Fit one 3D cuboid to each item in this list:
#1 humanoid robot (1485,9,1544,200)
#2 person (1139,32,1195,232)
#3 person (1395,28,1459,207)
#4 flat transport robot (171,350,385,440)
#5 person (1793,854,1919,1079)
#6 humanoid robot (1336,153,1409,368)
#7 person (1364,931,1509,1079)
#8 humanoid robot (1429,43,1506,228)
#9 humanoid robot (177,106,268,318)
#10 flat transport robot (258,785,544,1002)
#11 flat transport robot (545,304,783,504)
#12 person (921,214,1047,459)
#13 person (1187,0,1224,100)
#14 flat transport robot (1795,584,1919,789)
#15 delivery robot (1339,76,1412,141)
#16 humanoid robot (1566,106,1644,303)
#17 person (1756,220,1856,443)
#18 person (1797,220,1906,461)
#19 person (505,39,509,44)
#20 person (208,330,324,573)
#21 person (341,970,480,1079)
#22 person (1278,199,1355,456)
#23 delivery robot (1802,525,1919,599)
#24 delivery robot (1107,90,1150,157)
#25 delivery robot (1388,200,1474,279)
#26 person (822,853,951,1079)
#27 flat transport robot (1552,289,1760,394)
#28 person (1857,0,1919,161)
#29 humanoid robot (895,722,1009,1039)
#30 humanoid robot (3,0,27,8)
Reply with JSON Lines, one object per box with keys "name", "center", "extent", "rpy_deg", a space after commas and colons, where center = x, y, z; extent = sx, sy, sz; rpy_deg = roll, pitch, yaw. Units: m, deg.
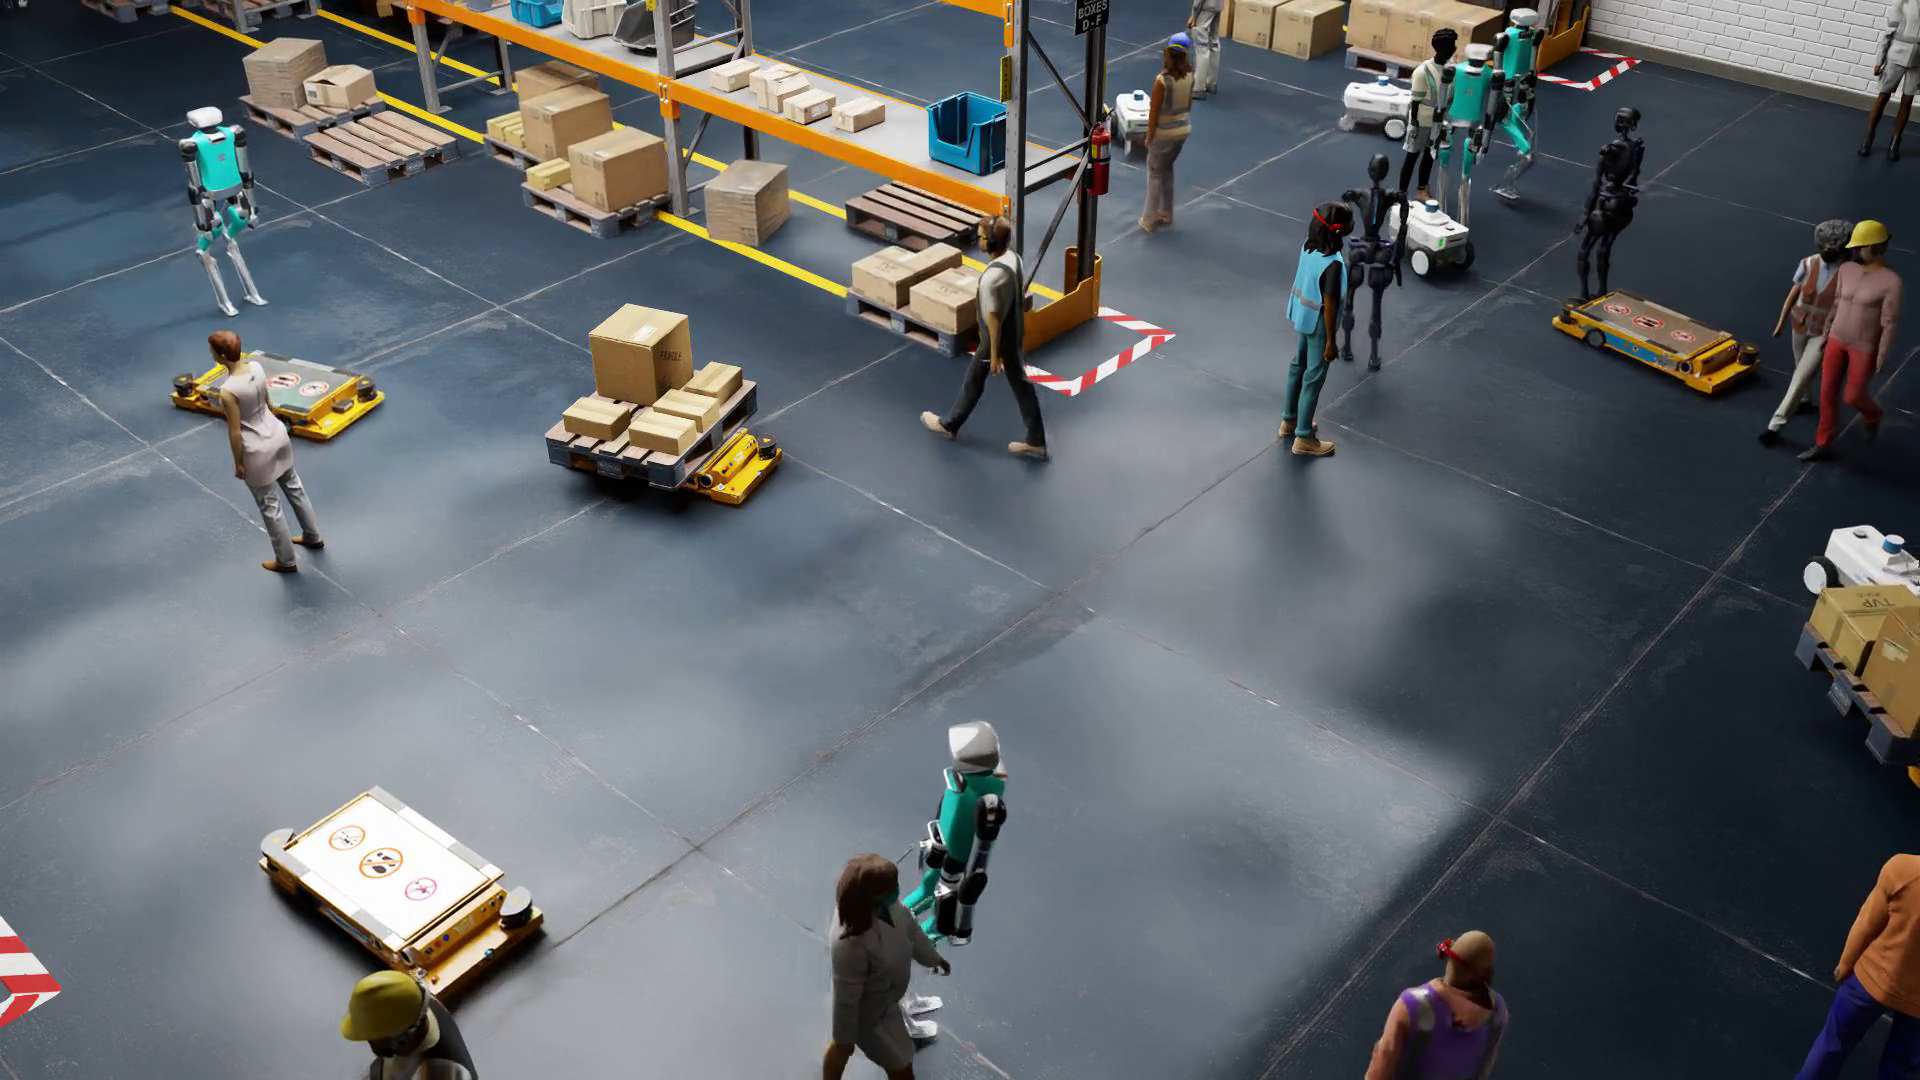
{"name": "humanoid robot", "center": [5.123, -3.843, 15.105], "extent": [0.550, 1.798, 0.811], "rpy_deg": [-17, 38, -23]}
{"name": "person", "center": [1.849, -3.605, 14.745], "extent": [0.483, 1.737, 0.361], "rpy_deg": [-22, 40, -28]}
{"name": "person", "center": [4.250, -3.798, 15.059], "extent": [0.534, 1.692, 0.319], "rpy_deg": [-19, 39, -26]}
{"name": "flat transport robot", "center": [-5.093, -1.100, 12.404], "extent": [1.431, 0.231, 0.659], "rpy_deg": [13, 37, 18]}
{"name": "person", "center": [3.839, 1.786, 6.731], "extent": [0.515, 1.972, 0.404], "rpy_deg": [20, 39, 27]}
{"name": "humanoid robot", "center": [3.091, -2.119, 12.647], "extent": [0.591, 1.639, 0.405], "rpy_deg": [3, 35, 4]}
{"name": "person", "center": [1.774, 2.162, 6.450], "extent": [0.583, 1.656, 0.379], "rpy_deg": [-2, 35, -3]}
{"name": "humanoid robot", "center": [4.421, -3.535, 14.666], "extent": [0.551, 1.820, 0.676], "rpy_deg": [10, 36, 15]}
{"name": "humanoid robot", "center": [-5.967, -2.665, 13.348], "extent": [0.725, 1.744, 0.531], "rpy_deg": [26, 43, 33]}
{"name": "flat transport robot", "center": [-2.814, 1.724, 8.313], "extent": [1.431, 0.231, 0.659], "rpy_deg": [24, 41, 30]}
{"name": "flat transport robot", "center": [-2.038, -0.627, 11.718], "extent": [1.431, 0.231, 0.659], "rpy_deg": [13, 37, 18]}
{"name": "person", "center": [0.208, -1.415, 11.512], "extent": [0.985, 1.790, 0.533], "rpy_deg": [16, 38, 21]}
{"name": "person", "center": [2.602, -5.579, 17.461], "extent": [0.392, 1.898, 0.533], "rpy_deg": [25, 42, 31]}
{"name": "flat transport robot", "center": [5.481, 0.964, 9.413], "extent": [0.659, 0.231, 1.431], "rpy_deg": [-2, 35, -3]}
{"name": "delivery robot", "center": [4.279, -4.431, 16.971], "extent": [0.772, 0.587, 0.499], "rpy_deg": [14, 37, 20]}
{"name": "humanoid robot", "center": [5.247, -2.686, 13.462], "extent": [0.609, 1.642, 0.322], "rpy_deg": [-21, 40, -27]}
{"name": "person", "center": [6.081, -1.523, 11.808], "extent": [0.863, 1.631, 0.464], "rpy_deg": [-25, 42, -32]}
{"name": "person", "center": [6.223, -1.377, 11.521], "extent": [0.573, 1.717, 0.564], "rpy_deg": [-17, 38, -23]}
{"name": "person", "center": [-5.371, -6.588, 19.070], "extent": [0.449, 1.730, 0.564], "rpy_deg": [29, 44, 35]}
{"name": "person", "center": [-4.372, -0.564, 10.411], "extent": [0.297, 1.651, 0.437], "rpy_deg": [9, 36, 13]}
{"name": "person", "center": [-1.949, 2.247, 6.196], "extent": [0.403, 1.818, 0.598], "rpy_deg": [-16, 38, -22]}
{"name": "person", "center": [2.468, -1.472, 11.536], "extent": [0.374, 1.865, 0.538], "rpy_deg": [-6, 35, -9]}
{"name": "delivery robot", "center": [5.642, 0.231, 10.241], "extent": [0.499, 0.613, 0.797], "rpy_deg": [-8, 35, -11]}
{"name": "delivery robot", "center": [1.771, -4.204, 16.633], "extent": [0.499, 0.577, 0.758], "rpy_deg": [-3, 35, -4]}
{"name": "delivery robot", "center": [4.050, -2.621, 14.363], "extent": [0.511, 0.603, 0.774], "rpy_deg": [-16, 38, -22]}
{"name": "person", "center": [-0.255, 1.901, 6.855], "extent": [0.849, 1.616, 0.497], "rpy_deg": [4, 35, 6]}
{"name": "flat transport robot", "center": [5.482, -1.594, 13.120], "extent": [0.659, 0.231, 1.431], "rpy_deg": [-24, 41, -30]}
{"name": "person", "center": [9.154, -4.633, 16.069], "extent": [0.546, 1.926, 0.388], "rpy_deg": [13, 37, 18]}
{"name": "humanoid robot", "center": [-0.203, 1.553, 7.258], "extent": [0.805, 1.751, 0.540], "rpy_deg": [-8, 35, -11]}
{"name": "humanoid robot", "center": [-11.537, -7.170, 19.935], "extent": [0.547, 1.796, 0.833], "rpy_deg": [-19, 39, -25]}
